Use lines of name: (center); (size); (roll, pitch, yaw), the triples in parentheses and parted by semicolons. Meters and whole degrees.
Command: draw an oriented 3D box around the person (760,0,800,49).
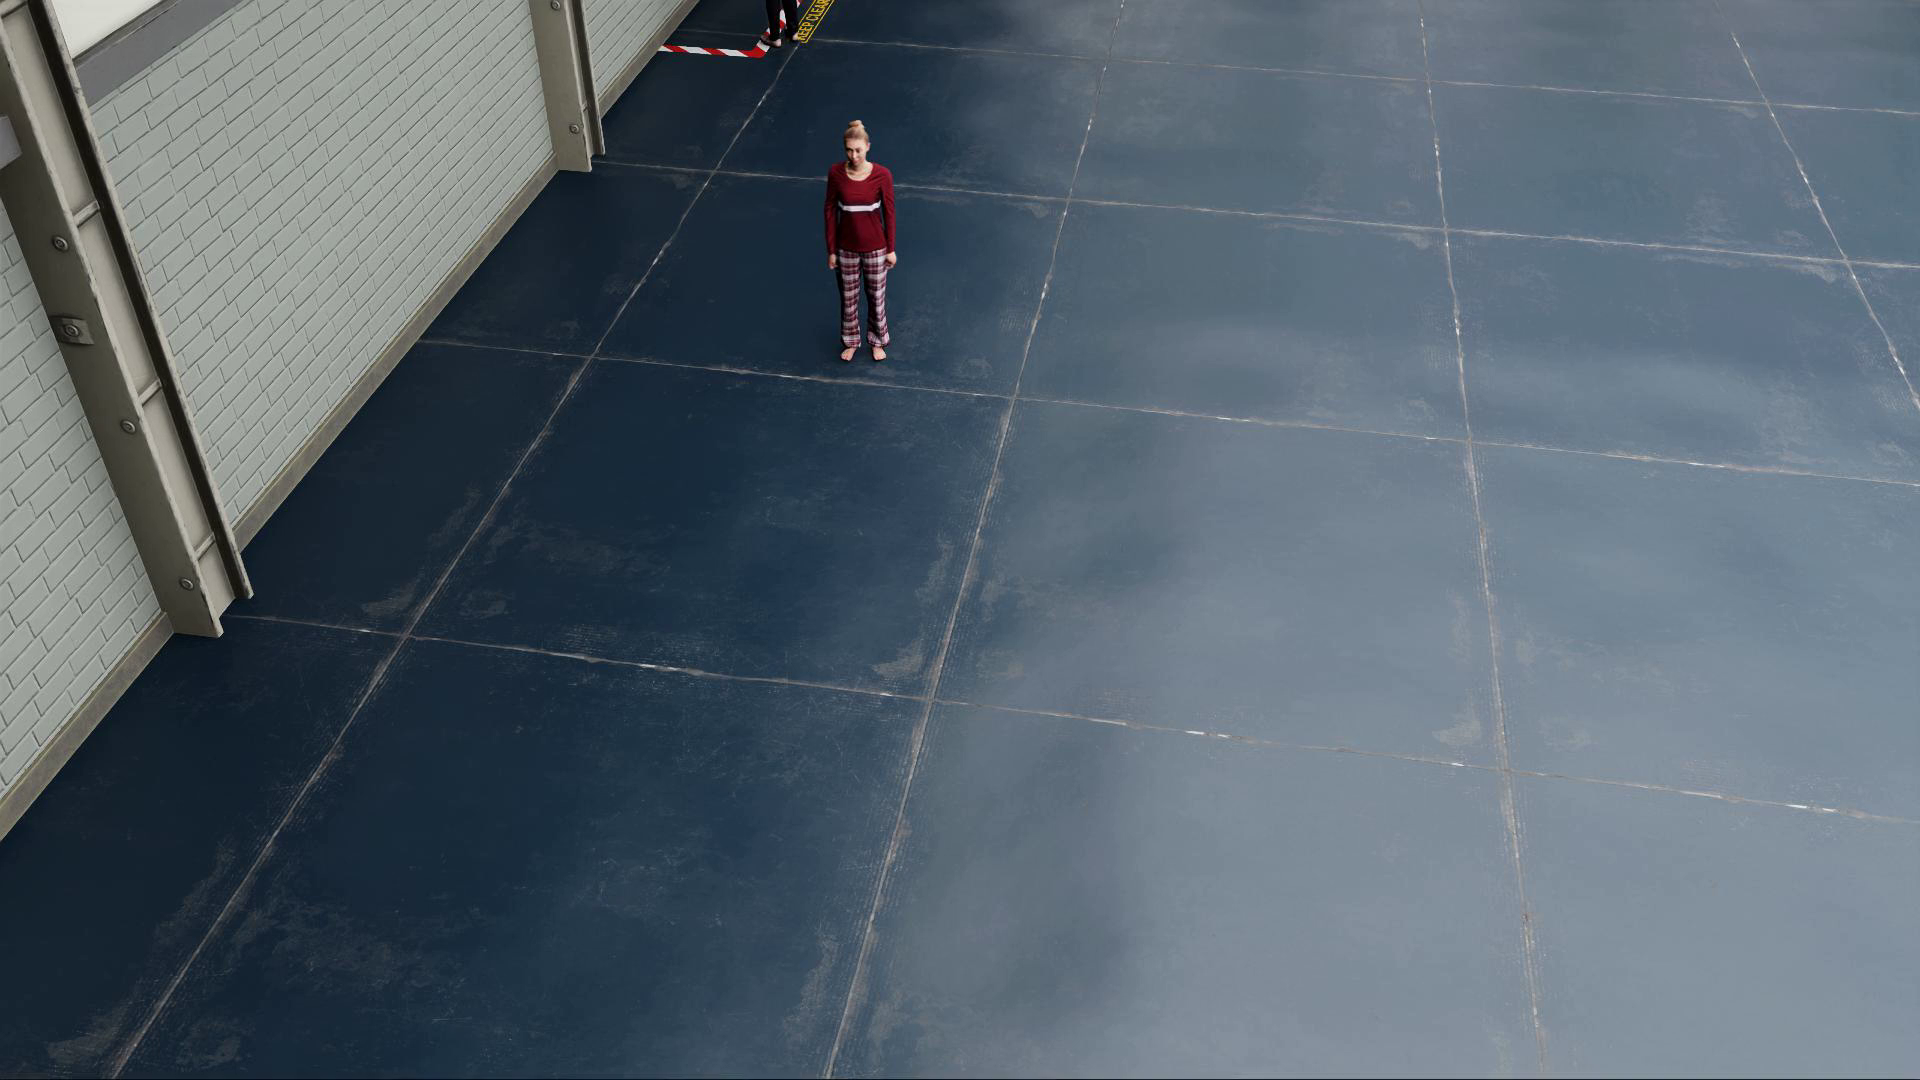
person: (-1.736, -5.492, 15.719); (0.746, 1.617, 0.820); (-29, 46, -32)

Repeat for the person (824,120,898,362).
person: (-0.665, -1.983, 11.168); (0.658, 1.698, 0.563); (0, 38, 0)
